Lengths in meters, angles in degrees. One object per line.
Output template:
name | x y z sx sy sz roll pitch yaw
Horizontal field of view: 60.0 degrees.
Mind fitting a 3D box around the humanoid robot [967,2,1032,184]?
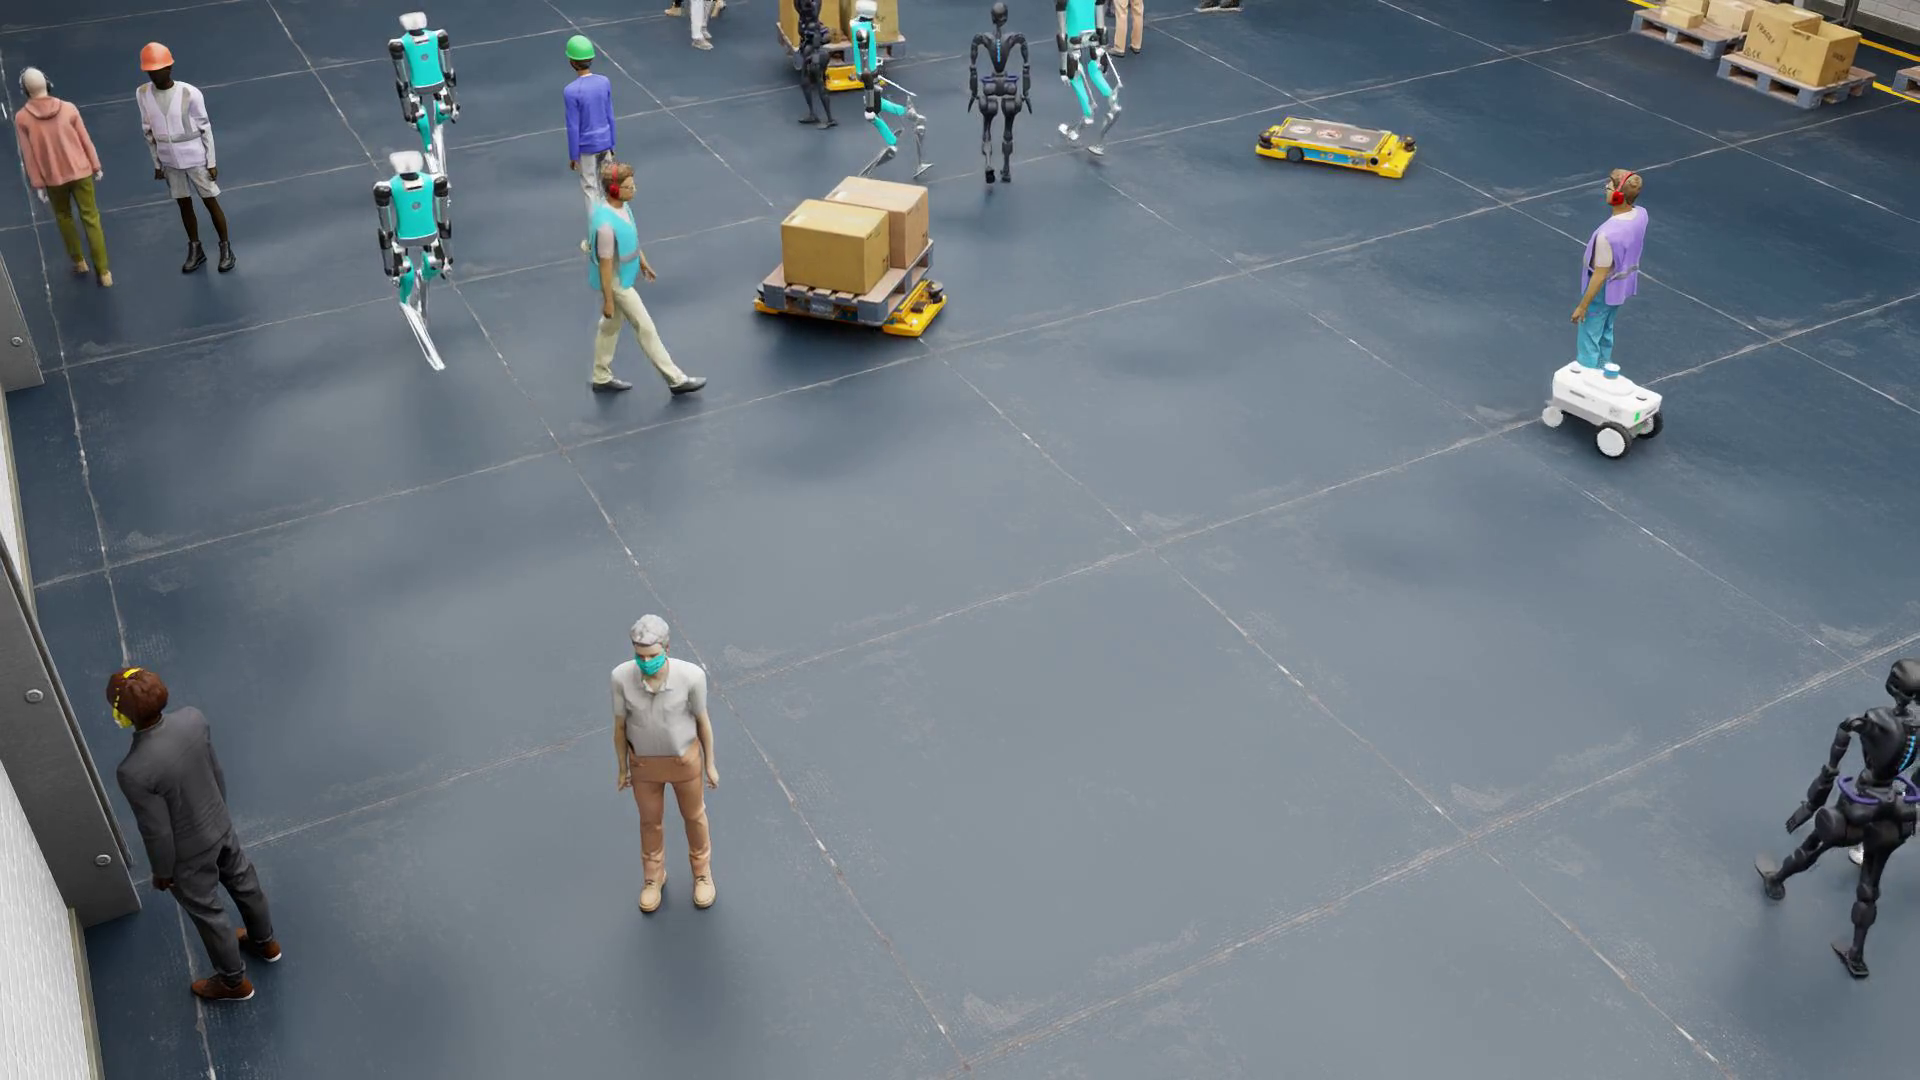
humanoid robot | 0.370 -4.087 15.315 0.608 1.640 0.492 0 35 0

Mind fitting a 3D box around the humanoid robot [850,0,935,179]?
humanoid robot | -0.578 -4.075 15.291 1.018 1.779 0.536 -2 35 -3

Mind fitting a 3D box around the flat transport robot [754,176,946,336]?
flat transport robot | -0.891 -1.975 13.536 1.431 0.231 0.659 11 37 16

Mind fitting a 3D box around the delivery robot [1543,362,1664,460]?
delivery robot | 4.598 -0.964 11.845 0.499 0.598 0.791 -27 43 -33

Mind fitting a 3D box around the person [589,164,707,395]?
person | -2.340 -1.867 12.039 0.933 1.796 0.588 -2 35 -3

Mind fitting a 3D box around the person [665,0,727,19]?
person | -3.136 -6.886 19.327 0.786 1.663 0.538 18 39 24

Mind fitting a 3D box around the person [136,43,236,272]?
person | -6.424 -3.151 13.758 0.544 1.942 0.350 -1 35 -1

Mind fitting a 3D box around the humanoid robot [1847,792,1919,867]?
humanoid robot | 4.837 1.013 8.020 0.975 1.764 0.548 7 36 9

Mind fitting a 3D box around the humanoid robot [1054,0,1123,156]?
humanoid robot | 1.250 -4.465 15.790 0.531 1.717 0.957 -15 38 -20

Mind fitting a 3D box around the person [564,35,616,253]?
person | -3.114 -3.335 14.095 0.360 1.869 0.462 27 43 33

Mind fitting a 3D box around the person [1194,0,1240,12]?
person | 3.075 -7.198 19.547 0.691 1.927 0.641 6 35 9

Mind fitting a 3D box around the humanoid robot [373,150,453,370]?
humanoid robot | -4.176 -2.218 12.614 0.560 1.746 0.996 -19 39 -25

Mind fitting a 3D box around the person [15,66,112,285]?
person | -7.354 -3.024 13.691 0.532 1.817 0.707 -16 38 -21

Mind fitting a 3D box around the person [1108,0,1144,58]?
person | 1.836 -6.171 18.304 0.463 1.669 0.388 -18 39 -24

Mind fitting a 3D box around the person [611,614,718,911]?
person | -1.399 1.059 7.915 0.481 1.748 0.323 -1 35 -2

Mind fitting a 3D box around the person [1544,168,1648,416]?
person | 4.573 -1.738 11.826 0.391 1.842 0.563 29 44 34

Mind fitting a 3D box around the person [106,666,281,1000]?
person | -3.441 1.319 7.434 0.357 1.875 0.491 10 36 13

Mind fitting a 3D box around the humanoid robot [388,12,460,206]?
humanoid robot | -4.853 -3.936 15.083 0.544 1.800 0.813 -21 40 -27

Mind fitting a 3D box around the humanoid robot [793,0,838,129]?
humanoid robot | -1.442 -4.921 16.516 0.364 1.649 0.590 -14 37 -19

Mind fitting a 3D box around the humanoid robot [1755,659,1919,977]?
humanoid robot | 4.216 1.235 7.765 0.593 1.633 0.754 -2 35 -3

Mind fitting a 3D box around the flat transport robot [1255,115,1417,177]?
flat transport robot | 3.666 -3.836 16.193 1.431 0.231 0.659 15 38 21

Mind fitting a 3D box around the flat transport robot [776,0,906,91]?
flat transport robot | -1.305 -5.257 18.222 0.659 0.231 1.431 -10 36 -14

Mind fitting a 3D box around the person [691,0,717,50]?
person | -2.893 -6.491 18.594 0.588 1.859 0.599 -28 44 -34

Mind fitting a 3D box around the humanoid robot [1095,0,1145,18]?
humanoid robot | 1.903 -6.841 19.285 0.690 1.638 0.589 18 39 24
